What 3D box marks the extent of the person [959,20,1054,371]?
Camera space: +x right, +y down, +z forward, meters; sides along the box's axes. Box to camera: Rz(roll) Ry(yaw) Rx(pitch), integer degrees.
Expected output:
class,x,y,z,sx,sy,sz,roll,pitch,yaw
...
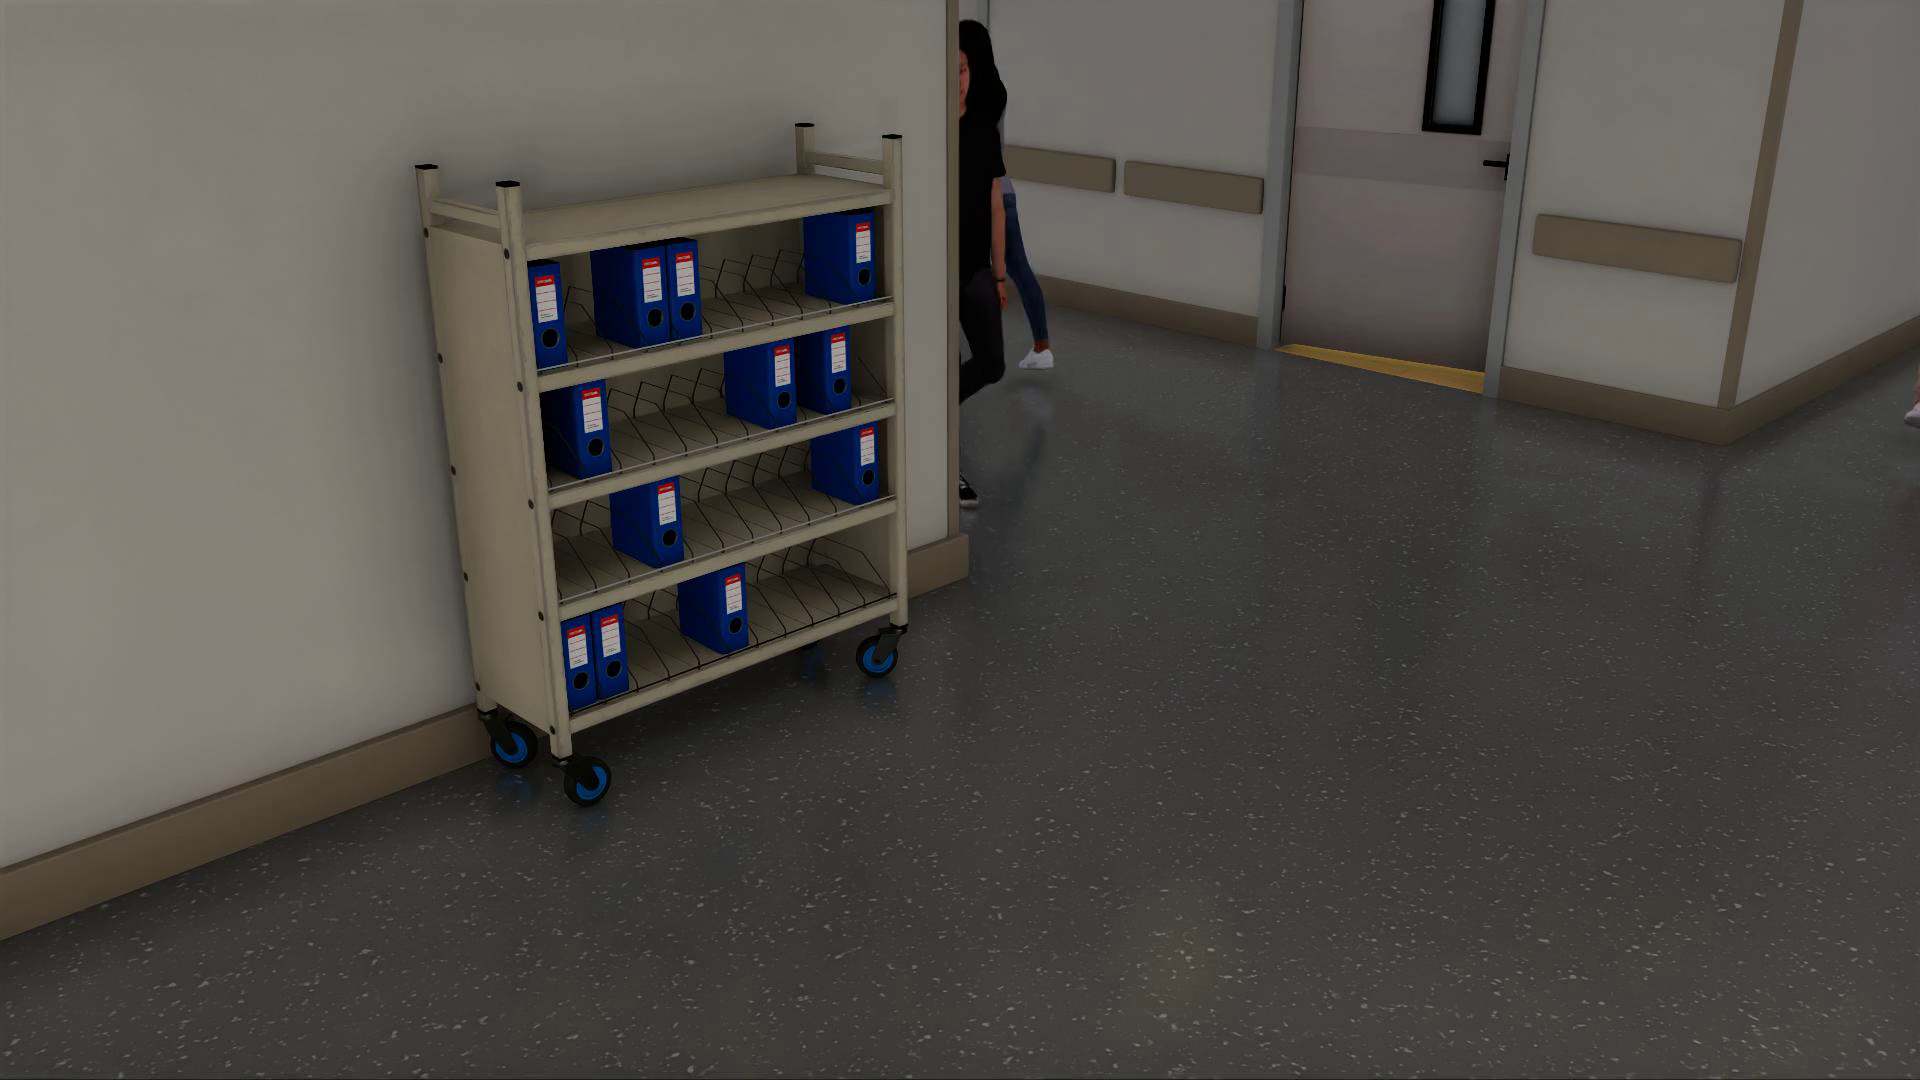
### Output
class,x,y,z,sx,sy,sz,roll,pitch,yaw
person,0.171,-1.612,8.138,1.152,1.677,0.725,-19,28,-40
